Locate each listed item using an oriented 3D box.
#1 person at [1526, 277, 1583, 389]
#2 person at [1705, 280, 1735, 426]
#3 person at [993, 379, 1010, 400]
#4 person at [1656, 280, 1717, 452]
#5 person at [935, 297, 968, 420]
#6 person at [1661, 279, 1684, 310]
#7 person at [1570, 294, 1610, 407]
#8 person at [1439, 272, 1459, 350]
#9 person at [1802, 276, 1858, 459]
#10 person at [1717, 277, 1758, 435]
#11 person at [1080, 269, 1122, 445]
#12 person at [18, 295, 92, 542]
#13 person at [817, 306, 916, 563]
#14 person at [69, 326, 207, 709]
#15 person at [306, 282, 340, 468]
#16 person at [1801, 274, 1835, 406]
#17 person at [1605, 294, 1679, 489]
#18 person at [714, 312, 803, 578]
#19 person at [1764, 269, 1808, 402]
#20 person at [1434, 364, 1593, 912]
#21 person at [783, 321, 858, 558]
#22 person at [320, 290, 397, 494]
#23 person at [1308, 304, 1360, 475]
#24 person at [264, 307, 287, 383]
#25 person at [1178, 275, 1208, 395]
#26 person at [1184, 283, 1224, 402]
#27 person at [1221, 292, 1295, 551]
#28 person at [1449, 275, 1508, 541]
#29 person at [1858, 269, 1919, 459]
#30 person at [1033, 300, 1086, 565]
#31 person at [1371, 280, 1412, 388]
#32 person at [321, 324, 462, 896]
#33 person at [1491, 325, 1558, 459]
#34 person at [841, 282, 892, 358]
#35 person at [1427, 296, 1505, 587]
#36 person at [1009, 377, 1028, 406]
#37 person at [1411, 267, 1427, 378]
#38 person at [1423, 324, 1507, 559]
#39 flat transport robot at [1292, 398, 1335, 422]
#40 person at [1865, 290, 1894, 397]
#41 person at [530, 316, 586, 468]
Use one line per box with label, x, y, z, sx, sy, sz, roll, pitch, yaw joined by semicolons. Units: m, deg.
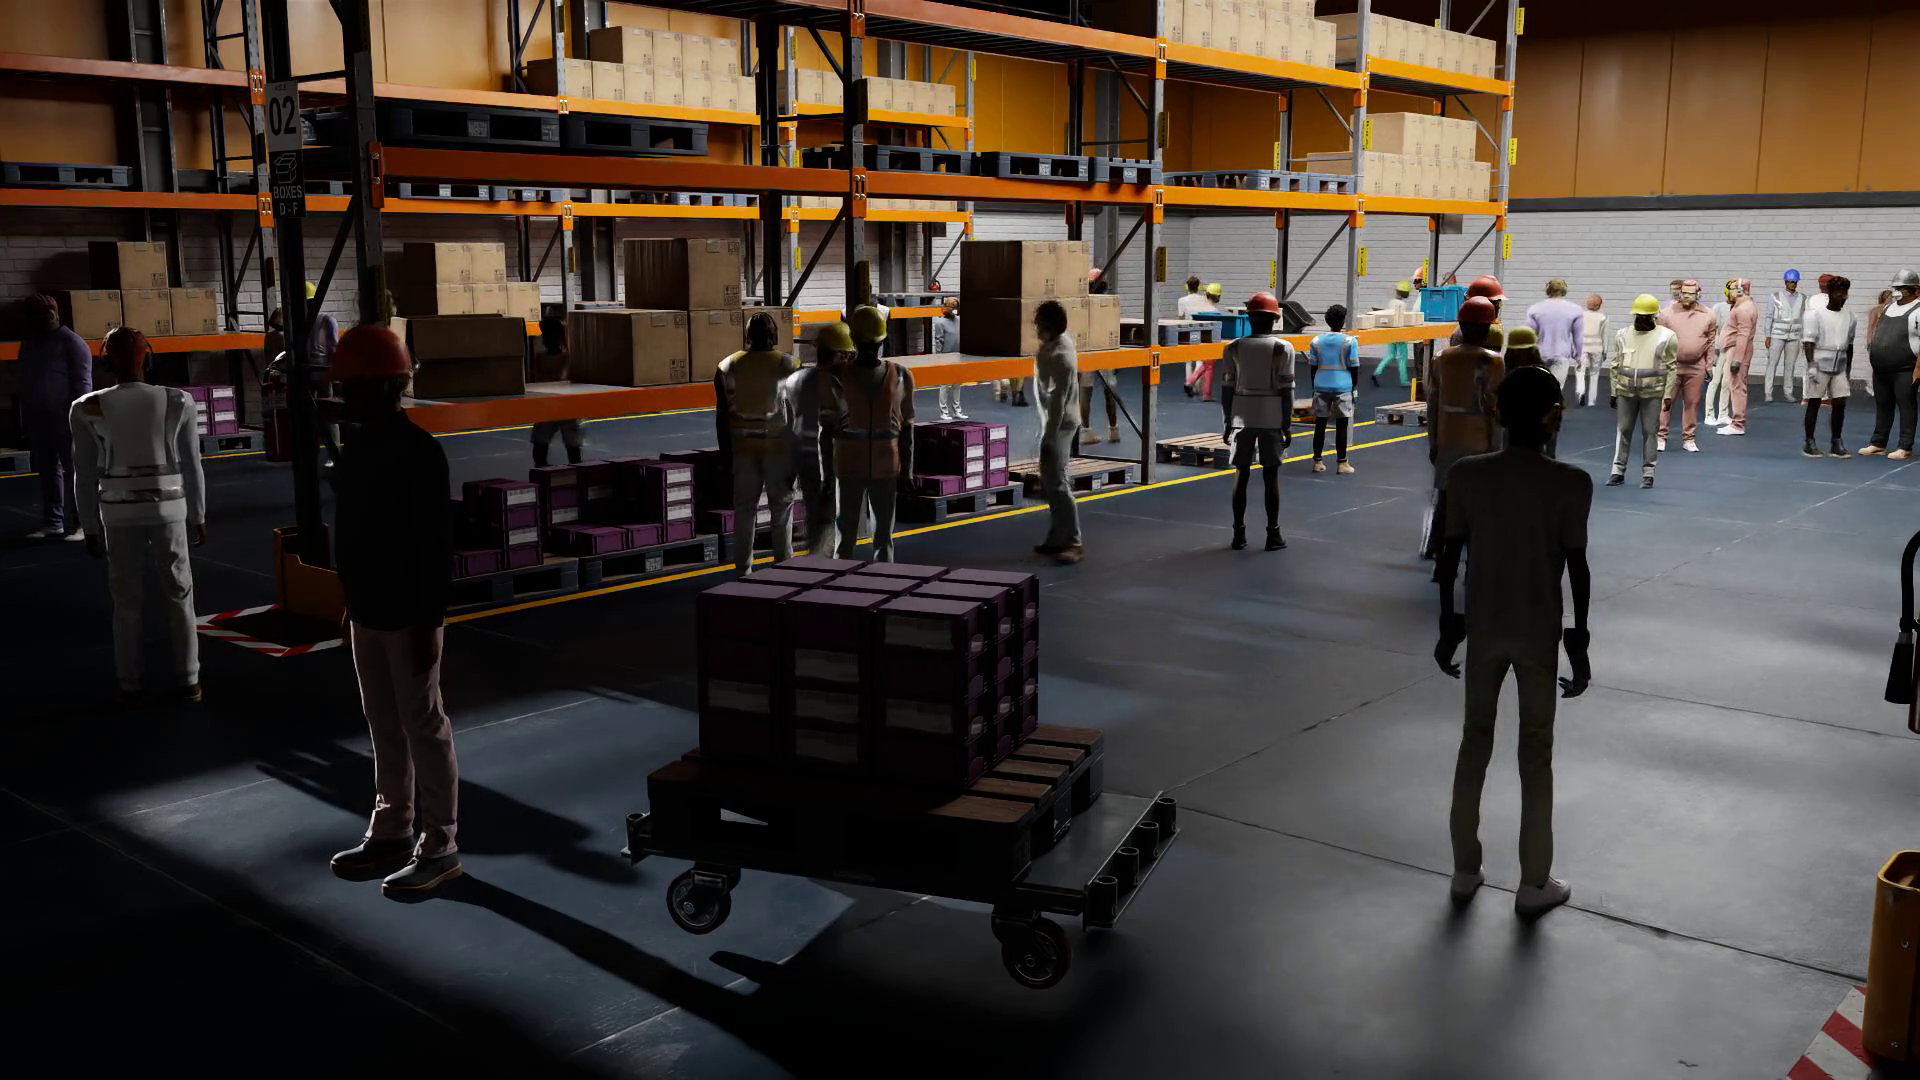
person;7.117;-2.182;19.938;0.638;1.897;0.918;5;11;26
person;9.797;-2.391;21.227;0.520;1.865;0.333;-3;10;-17
person;0.614;-3.025;24.541;0.625;1.974;0.772;1;10;7
person;8.017;-1.917;18.414;0.649;1.904;0.401;2;10;11
person;-0.115;-2.381;21.854;0.503;1.623;0.298;-10;14;-43
person;10.601;-2.921;24.439;0.821;1.820;0.570;-7;12;-36
person;8.900;-2.668;23.514;0.525;1.614;0.644;3;11;18
person;8.002;-3.433;27.147;0.663;1.874;0.718;1;10;8
person;9.340;-1.853;17.876;0.623;1.956;0.449;-1;10;-4
person;9.390;-2.219;20.128;0.402;1.904;0.652;5;11;27
person;1.627;-2.118;19.267;0.638;2.010;0.861;5;11;28
person;-6.987;-0.929;12.803;0.638;1.902;0.406;3;10;18
person;-0.542;-0.411;9.800;0.585;1.917;0.381;-2;10;-12
person;-4.015;-0.105;8.174;0.575;1.880;0.359;-5;11;-28
person;-6.645;-1.688;17.074;0.588;1.918;0.397;2;10;10
person;12.353;-2.860;23.843;0.355;1.883;0.573;-3;11;-19
person;6.420;-1.396;15.678;0.591;1.823;0.404;8;12;37
person;-1.306;-0.589;11.061;0.626;1.836;0.428;2;10;11
person;12.109;-2.989;24.384;0.604;1.949;0.389;1;10;6
person;1.895;0.335;5.705;0.533;1.864;0.311;7;12;34
person;-0.874;-0.473;10.471;0.598;1.804;0.676;4;11;23
person;-5.293;-1.311;14.968;0.881;1.911;0.637;-3;10;-17
person;3.739;-1.501;16.623;0.536;1.700;0.318;7;12;36
person;-7.277;-1.686;17.895;0.494;1.626;0.285;6;12;32
person;3.628;-3.172;25.757;0.521;1.847;0.862;2;10;13
person;3.616;-2.888;24.383;0.467;1.745;0.538;-4;11;-22
person;2.227;-0.881;12.443;0.547;1.928;0.385;4;11;21
person;4.015;-1.015;12.880;0.374;2.044;0.605;8;13;40
person;10.056;-1.891;17.873;0.537;2.000;0.682;-3;10;-16
person;0.705;-0.776;11.978;0.370;1.894;0.709;0;10;2
person;7.046;-3.323;26.844;0.694;1.735;0.568;-2;10;-13
person;-2.007;0.243;5.855;0.608;1.995;0.378;9;13;40
person;3.853;-0.610;11.462;0.515;1.731;0.360;3;10;16
person;-1.085;-2.069;19.284;0.599;1.908;0.399;0;10;0
person;3.402;-0.657;11.141;0.373;1.934;0.552;-9;13;-42
person;0.815;-2.857;23.713;0.565;1.925;0.470;3;10;15
person;6.423;-2.796;23.157;0.376;1.995;0.608;1;10;4
person;3.762;-0.709;12.068;0.882;1.717;0.528;-4;11;-24
flat transport robot;4.559;-1.715;21.907;0.652;0.197;1.431;9;13;41
person;13.897;-2.948;25.047;0.537;1.624;0.377;-4;11;-22
person;-3.429;-1.038;14.044;0.543;1.669;0.693;3;10;16
